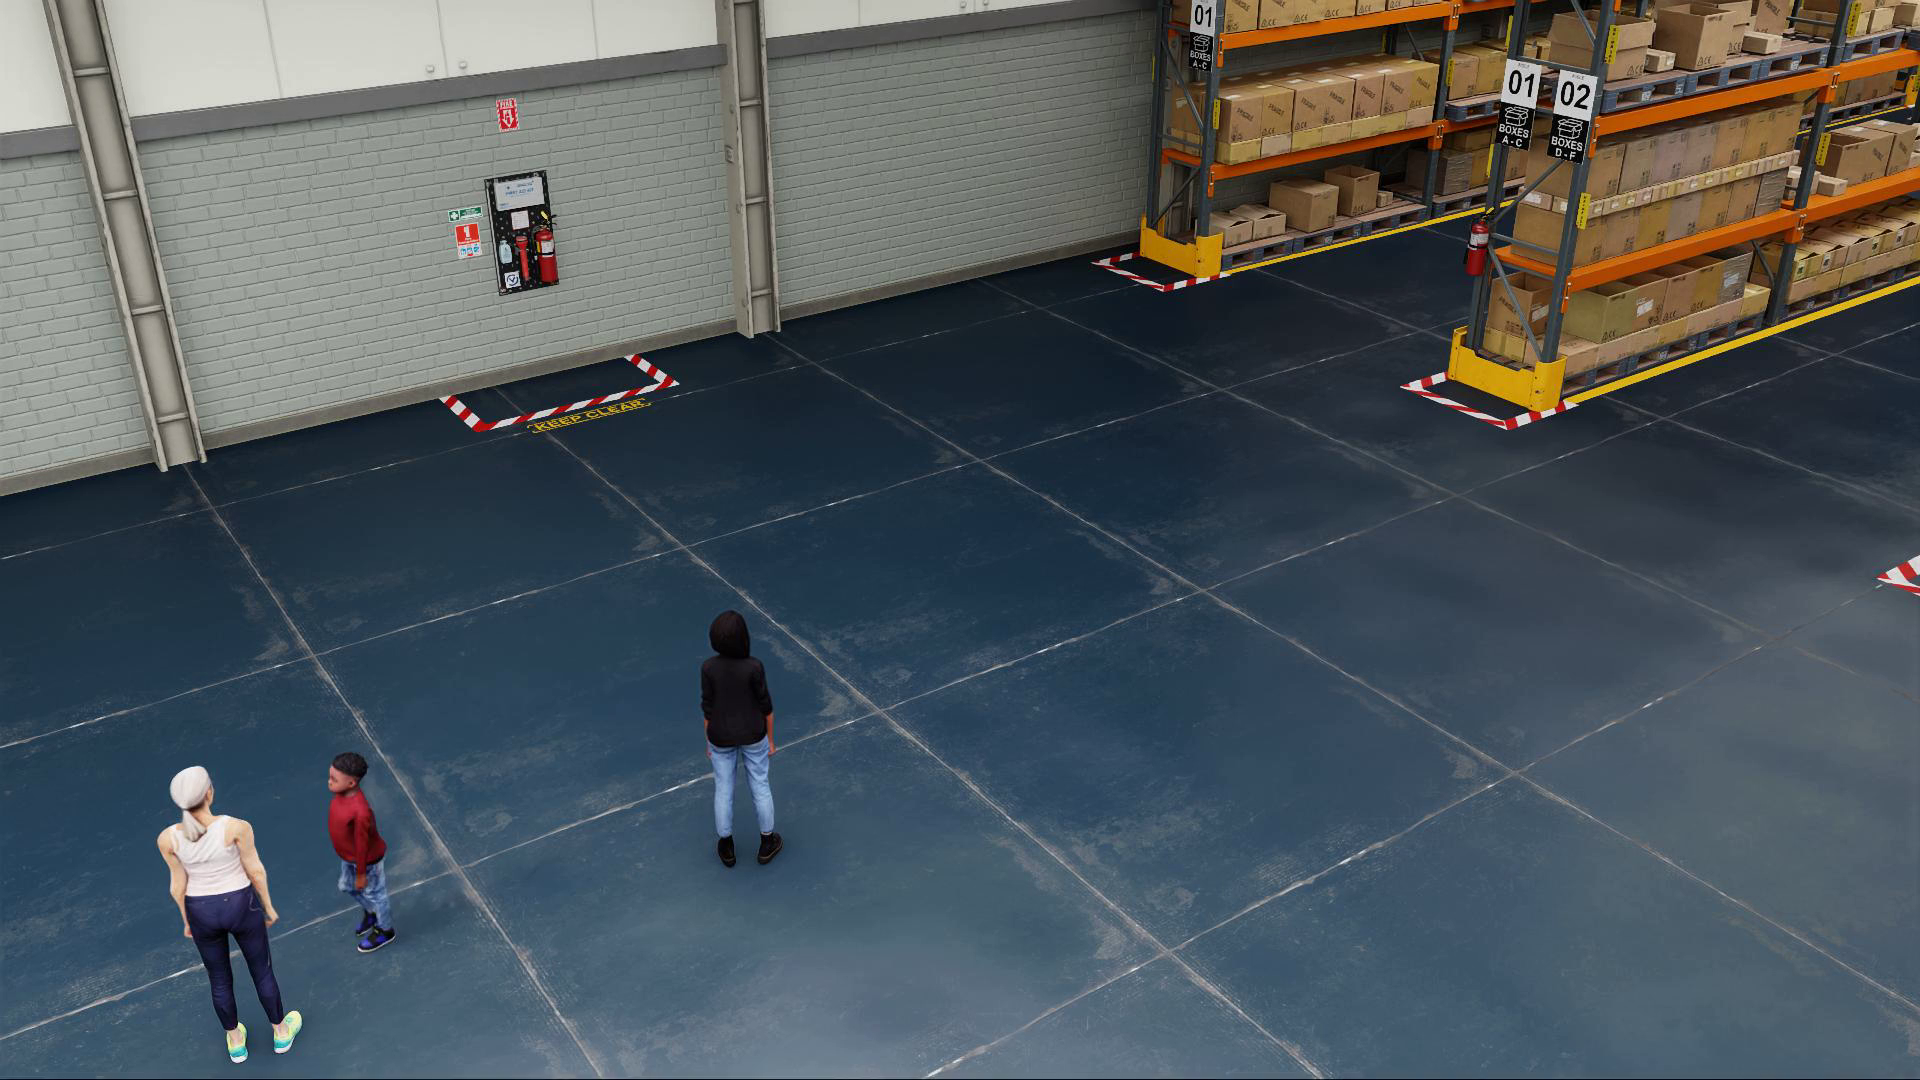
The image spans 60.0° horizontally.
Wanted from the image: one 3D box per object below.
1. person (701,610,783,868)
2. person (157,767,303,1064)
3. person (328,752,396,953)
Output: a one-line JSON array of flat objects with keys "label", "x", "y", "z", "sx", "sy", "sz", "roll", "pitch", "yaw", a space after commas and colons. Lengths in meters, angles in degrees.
[{"label": "person", "x": -1.288, "y": 1.160, "z": 9.683, "sx": 0.623, "sy": 1.702, "sz": 0.713, "roll": -2, "pitch": 27, "yaw": -3}, {"label": "person", "x": -3.664, "y": 1.875, "z": 8.291, "sx": 0.594, "sy": 1.706, "sz": 0.730, "roll": -6, "pitch": 28, "yaw": -12}, {"label": "person", "x": -3.236, "y": 1.693, "z": 9.145, "sx": 0.489, "sy": 1.248, "sz": 0.518, "roll": -20, "pitch": 33, "yaw": -34}]
